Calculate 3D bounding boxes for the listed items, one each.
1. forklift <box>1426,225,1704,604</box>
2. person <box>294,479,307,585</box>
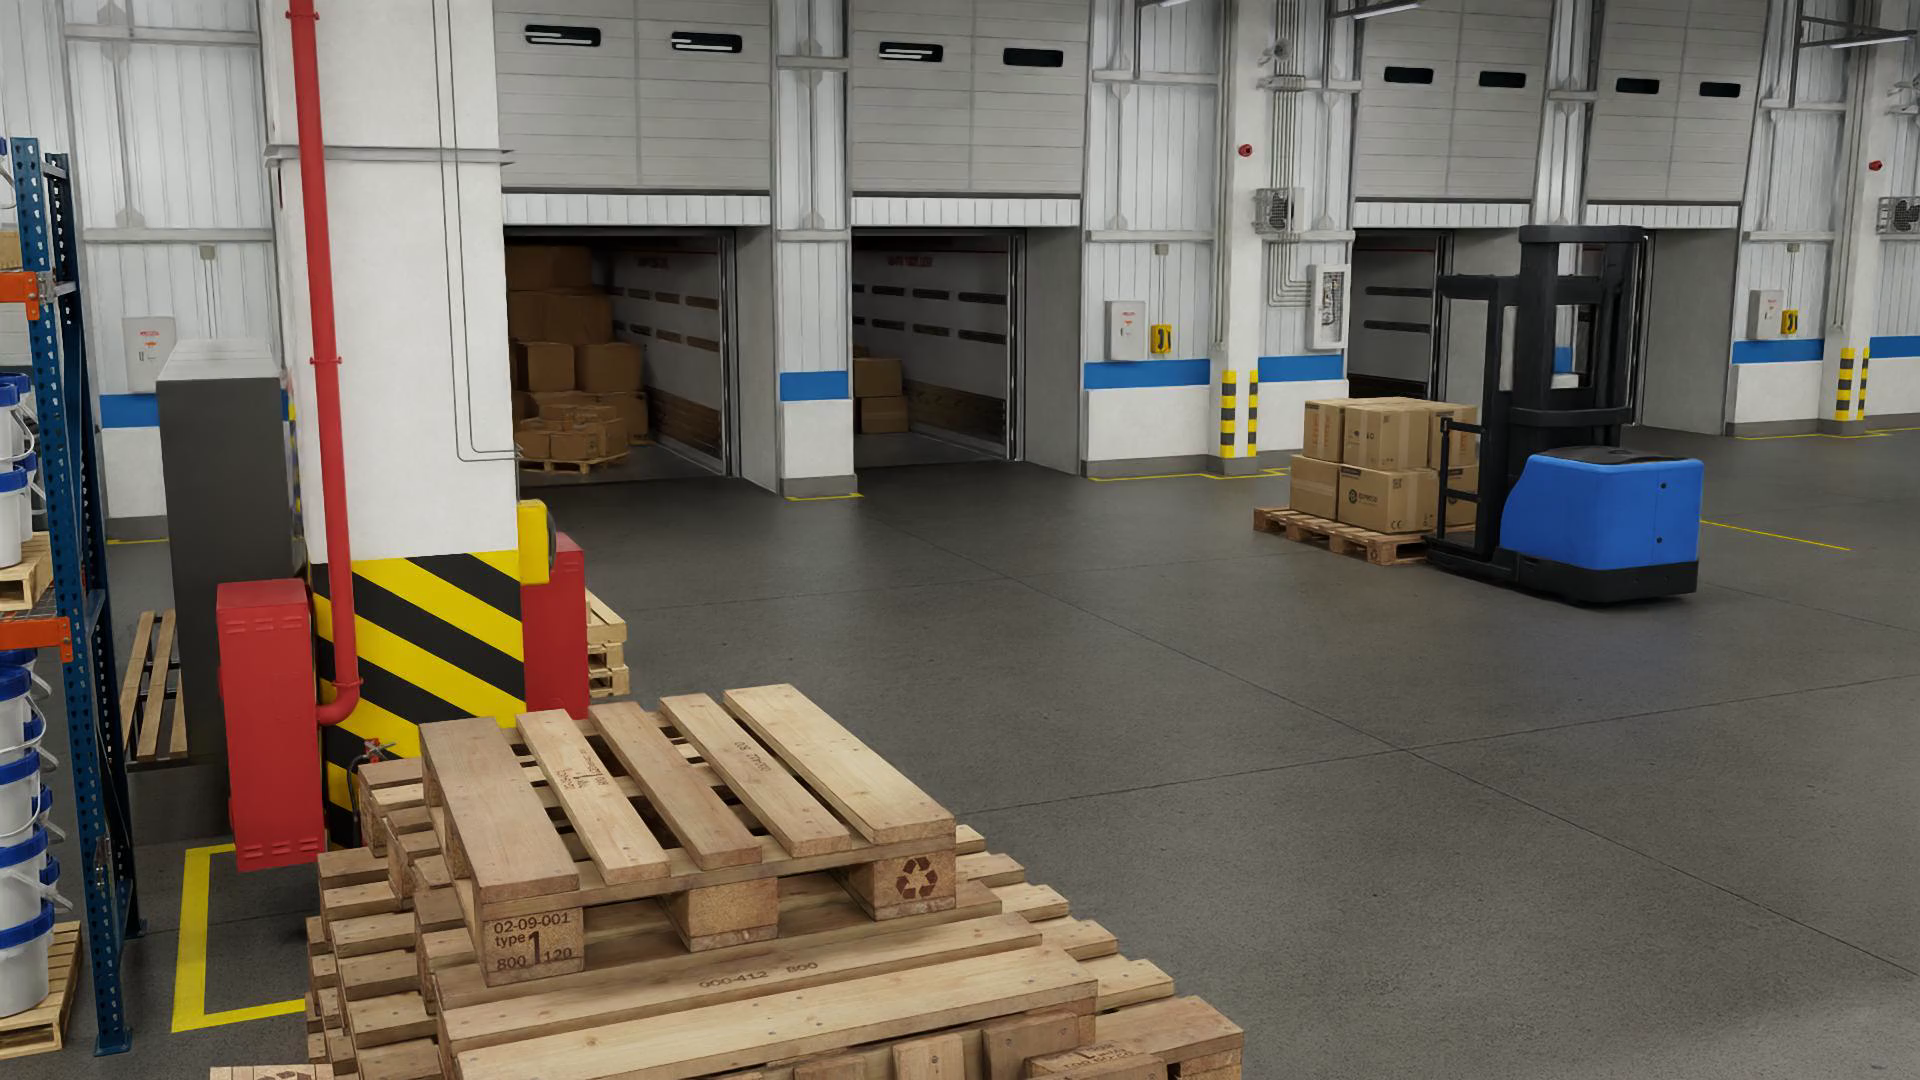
[{"bbox_3d":[4.755,-1.046,12.953,1.129,2.768,1.873,-4,11,-23],"label":"forklift"},{"bbox_3d":[-4.217,-0.179,10.934,1.012,1.894,0.554,-4,11,-22],"label":"person"}]
